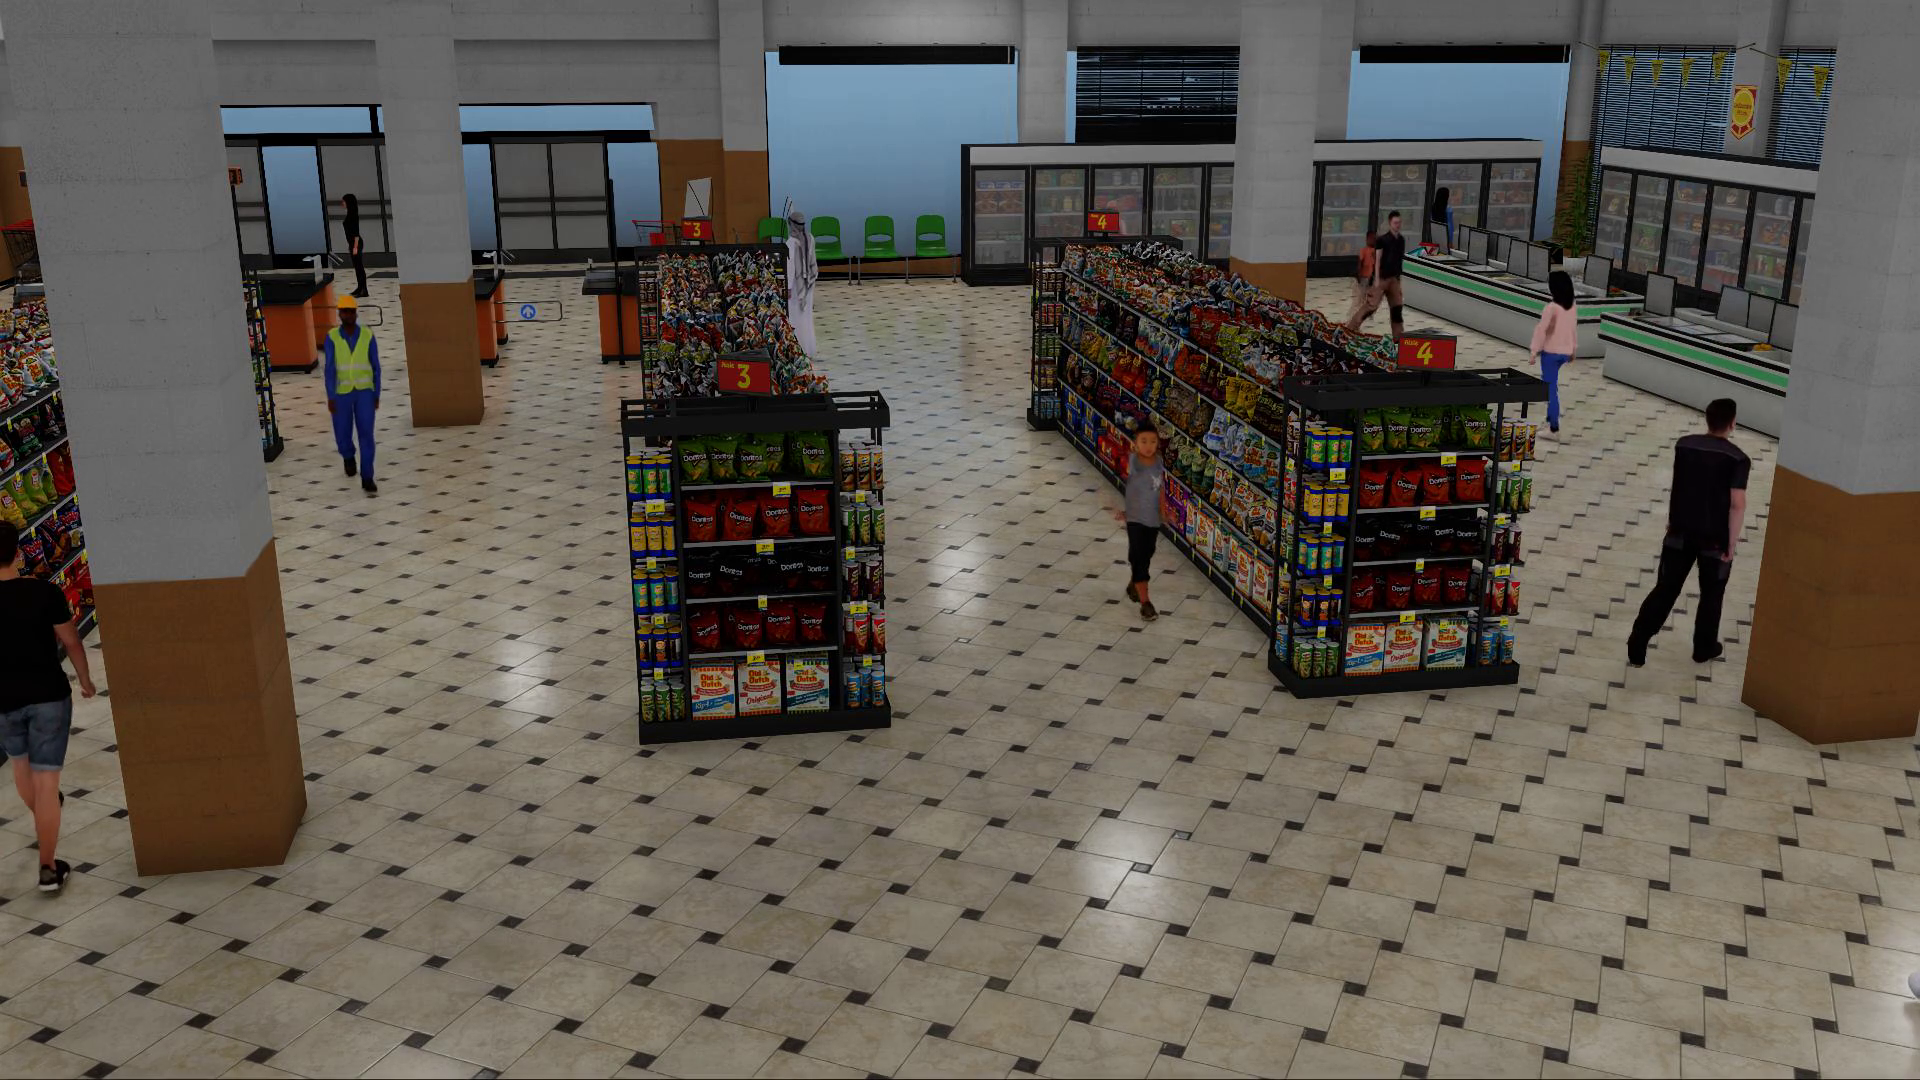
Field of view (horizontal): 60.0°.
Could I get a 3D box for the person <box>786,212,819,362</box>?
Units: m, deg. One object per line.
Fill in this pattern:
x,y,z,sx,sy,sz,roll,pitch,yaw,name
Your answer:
-2.070,-3.247,21.378,0.861,1.927,0.781,9,19,27,person

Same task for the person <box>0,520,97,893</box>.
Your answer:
-4.578,0.839,8.123,0.724,1.808,1.144,-4,17,-14,person

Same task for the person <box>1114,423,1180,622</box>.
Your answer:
1.338,-0.214,12.259,0.605,1.421,0.973,-3,17,-11,person

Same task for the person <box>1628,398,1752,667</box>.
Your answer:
4.794,-0.014,10.906,1.132,1.824,1.207,-13,21,-36,person

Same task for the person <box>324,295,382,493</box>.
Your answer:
-5.631,-1.363,15.398,0.844,1.795,1.069,-9,19,-26,person

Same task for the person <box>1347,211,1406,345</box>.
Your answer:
5.705,-3.553,22.603,1.014,1.799,1.301,-11,20,-33,person

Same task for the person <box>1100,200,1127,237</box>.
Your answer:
2.356,-4.327,25.378,0.879,1.669,1.007,7,18,21,person

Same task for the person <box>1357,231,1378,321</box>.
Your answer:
6.075,-3.952,24.793,0.647,1.291,0.946,2,17,5,person

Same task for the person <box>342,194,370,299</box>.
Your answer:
-9.759,-4.762,26.857,0.695,1.642,0.559,-11,20,-31,person

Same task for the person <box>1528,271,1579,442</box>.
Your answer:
6.218,-1.882,17.176,0.767,1.756,0.749,-9,19,-28,person

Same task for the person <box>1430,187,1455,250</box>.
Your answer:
7.853,-4.907,27.213,0.723,1.713,0.574,-10,19,-29,person
